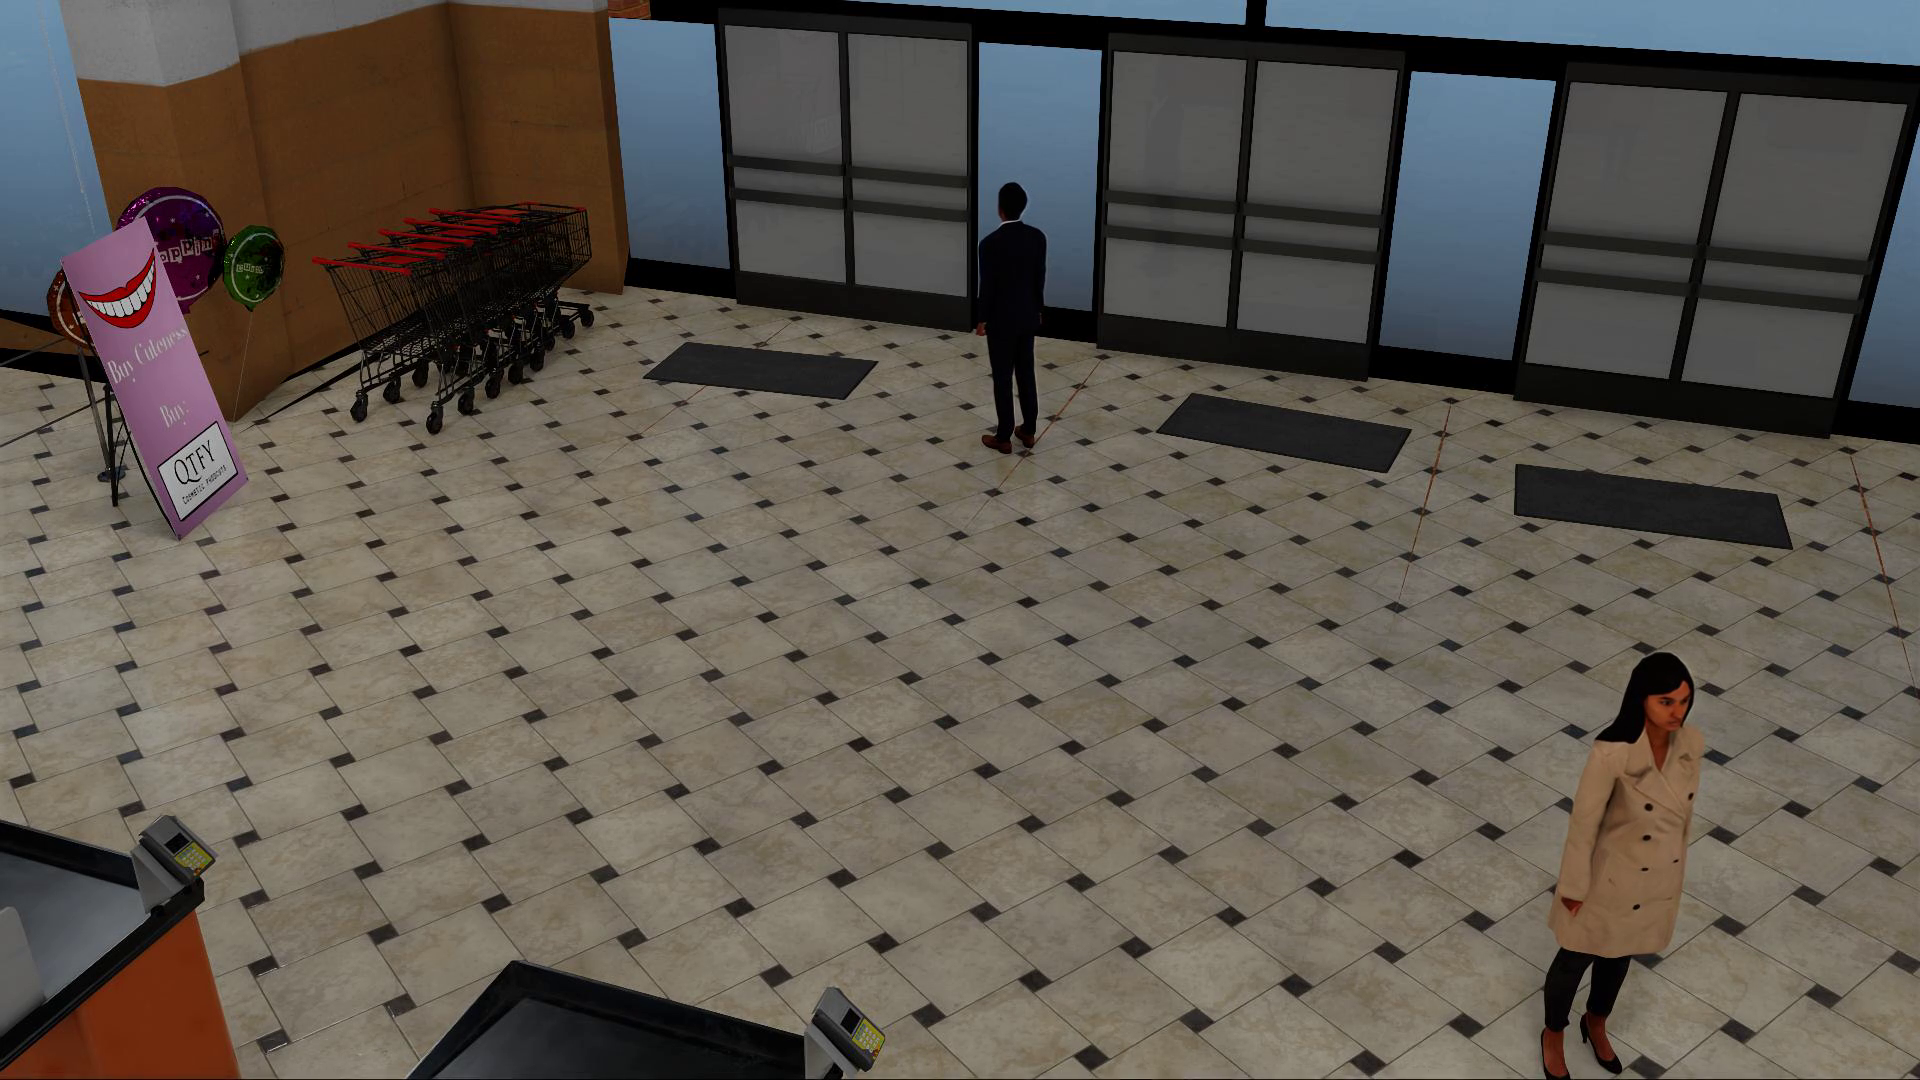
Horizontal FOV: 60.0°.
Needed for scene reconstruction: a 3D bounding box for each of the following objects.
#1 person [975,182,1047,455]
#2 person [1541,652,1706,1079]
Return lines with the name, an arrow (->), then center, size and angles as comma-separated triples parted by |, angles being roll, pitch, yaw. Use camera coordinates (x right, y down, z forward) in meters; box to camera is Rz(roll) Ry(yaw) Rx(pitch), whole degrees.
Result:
person -> 0.323, -1.385, 10.461 | 0.676, 1.724, 0.764 | -15, 31, -27
person -> 2.209, 1.116, 5.576 | 0.709, 1.682, 0.734 | -8, 28, -15
